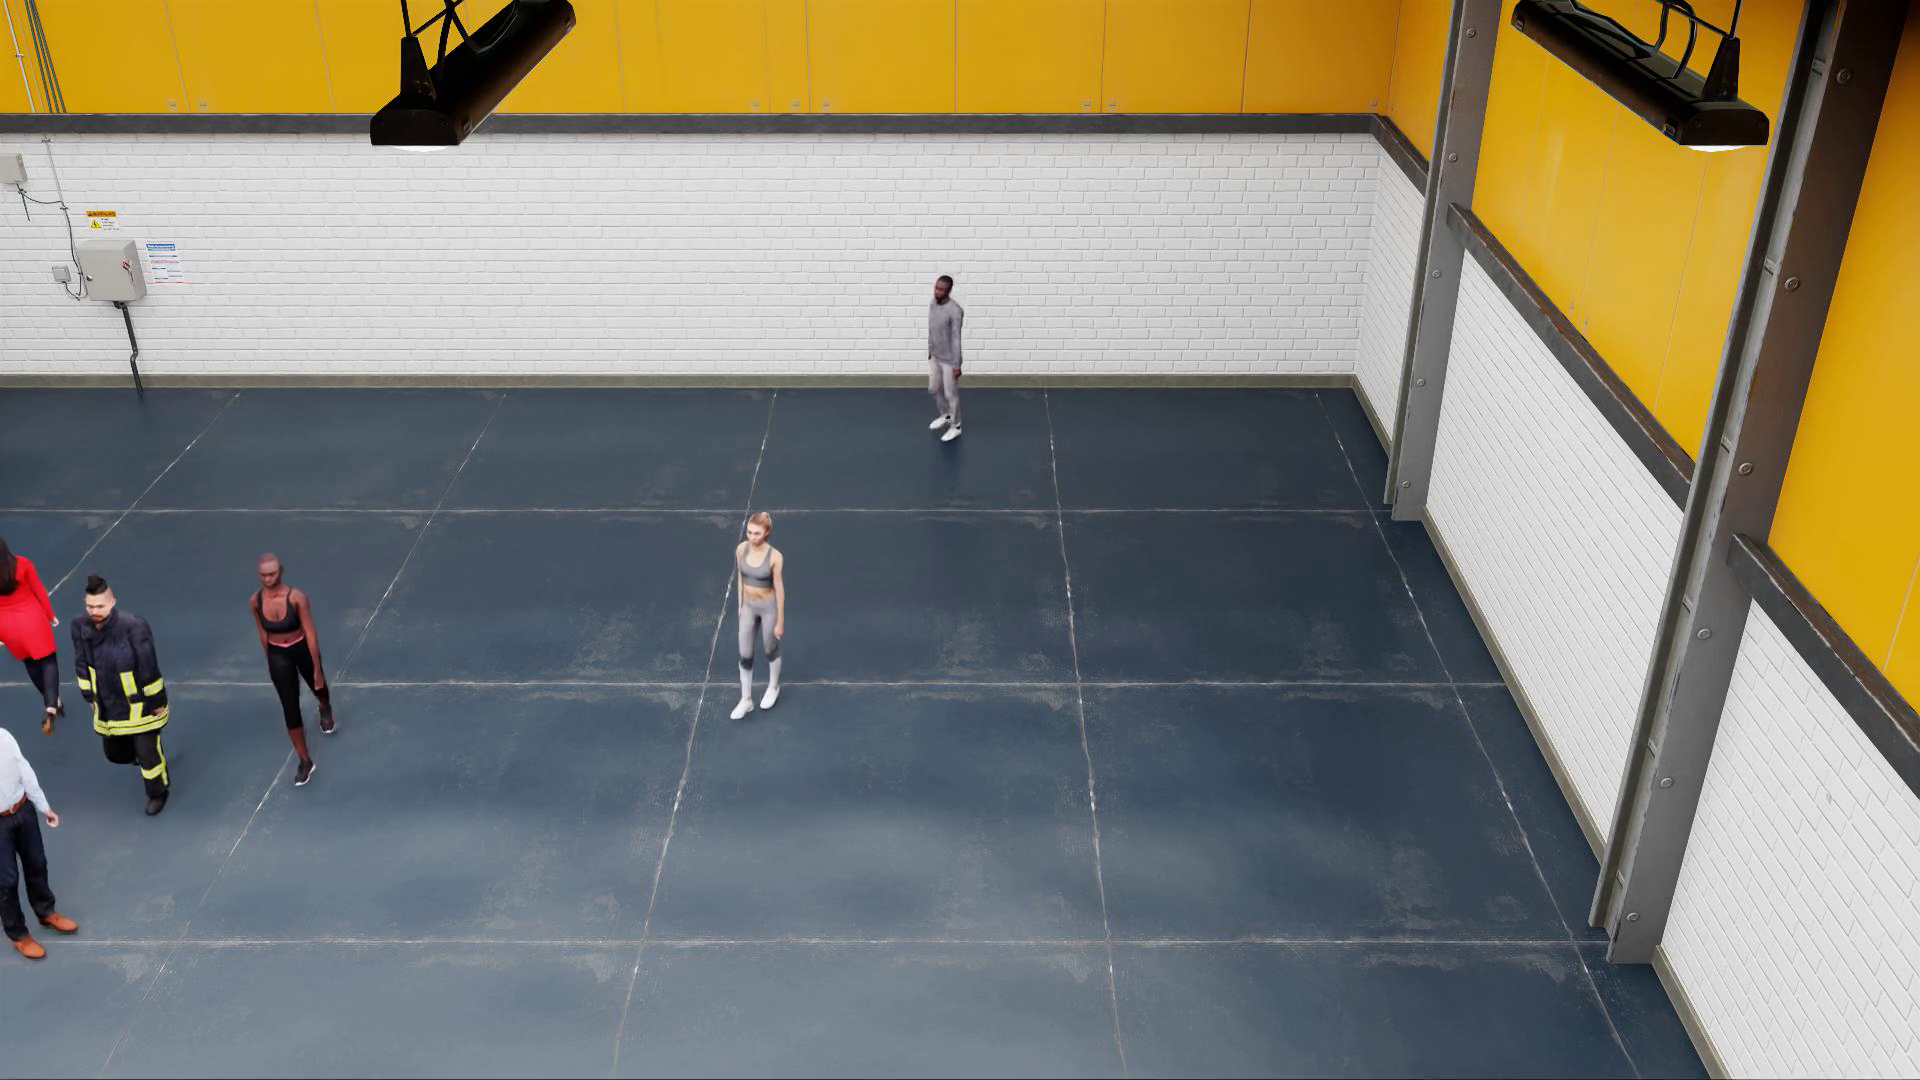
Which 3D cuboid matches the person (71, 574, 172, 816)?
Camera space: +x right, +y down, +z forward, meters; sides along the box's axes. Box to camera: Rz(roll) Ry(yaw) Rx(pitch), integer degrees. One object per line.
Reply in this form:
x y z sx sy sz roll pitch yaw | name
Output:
-5.813 1.020 11.666 0.761 1.847 0.848 1 29 3 | person

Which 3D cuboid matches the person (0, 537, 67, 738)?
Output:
-6.946 0.712 12.365 0.892 1.720 1.063 -13 31 -23 | person

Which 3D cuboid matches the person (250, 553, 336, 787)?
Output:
-4.825 0.824 12.159 0.721 1.720 1.226 -4 29 -8 | person

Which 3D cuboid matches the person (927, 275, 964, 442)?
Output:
-0.109 -1.865 17.004 0.920 1.800 0.832 -13 31 -23 | person

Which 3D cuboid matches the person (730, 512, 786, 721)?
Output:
-1.483 0.517 12.749 0.751 1.694 0.864 11 30 19 | person

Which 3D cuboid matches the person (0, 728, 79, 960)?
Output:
-5.967 1.757 10.382 0.826 1.782 0.717 13 31 23 | person
